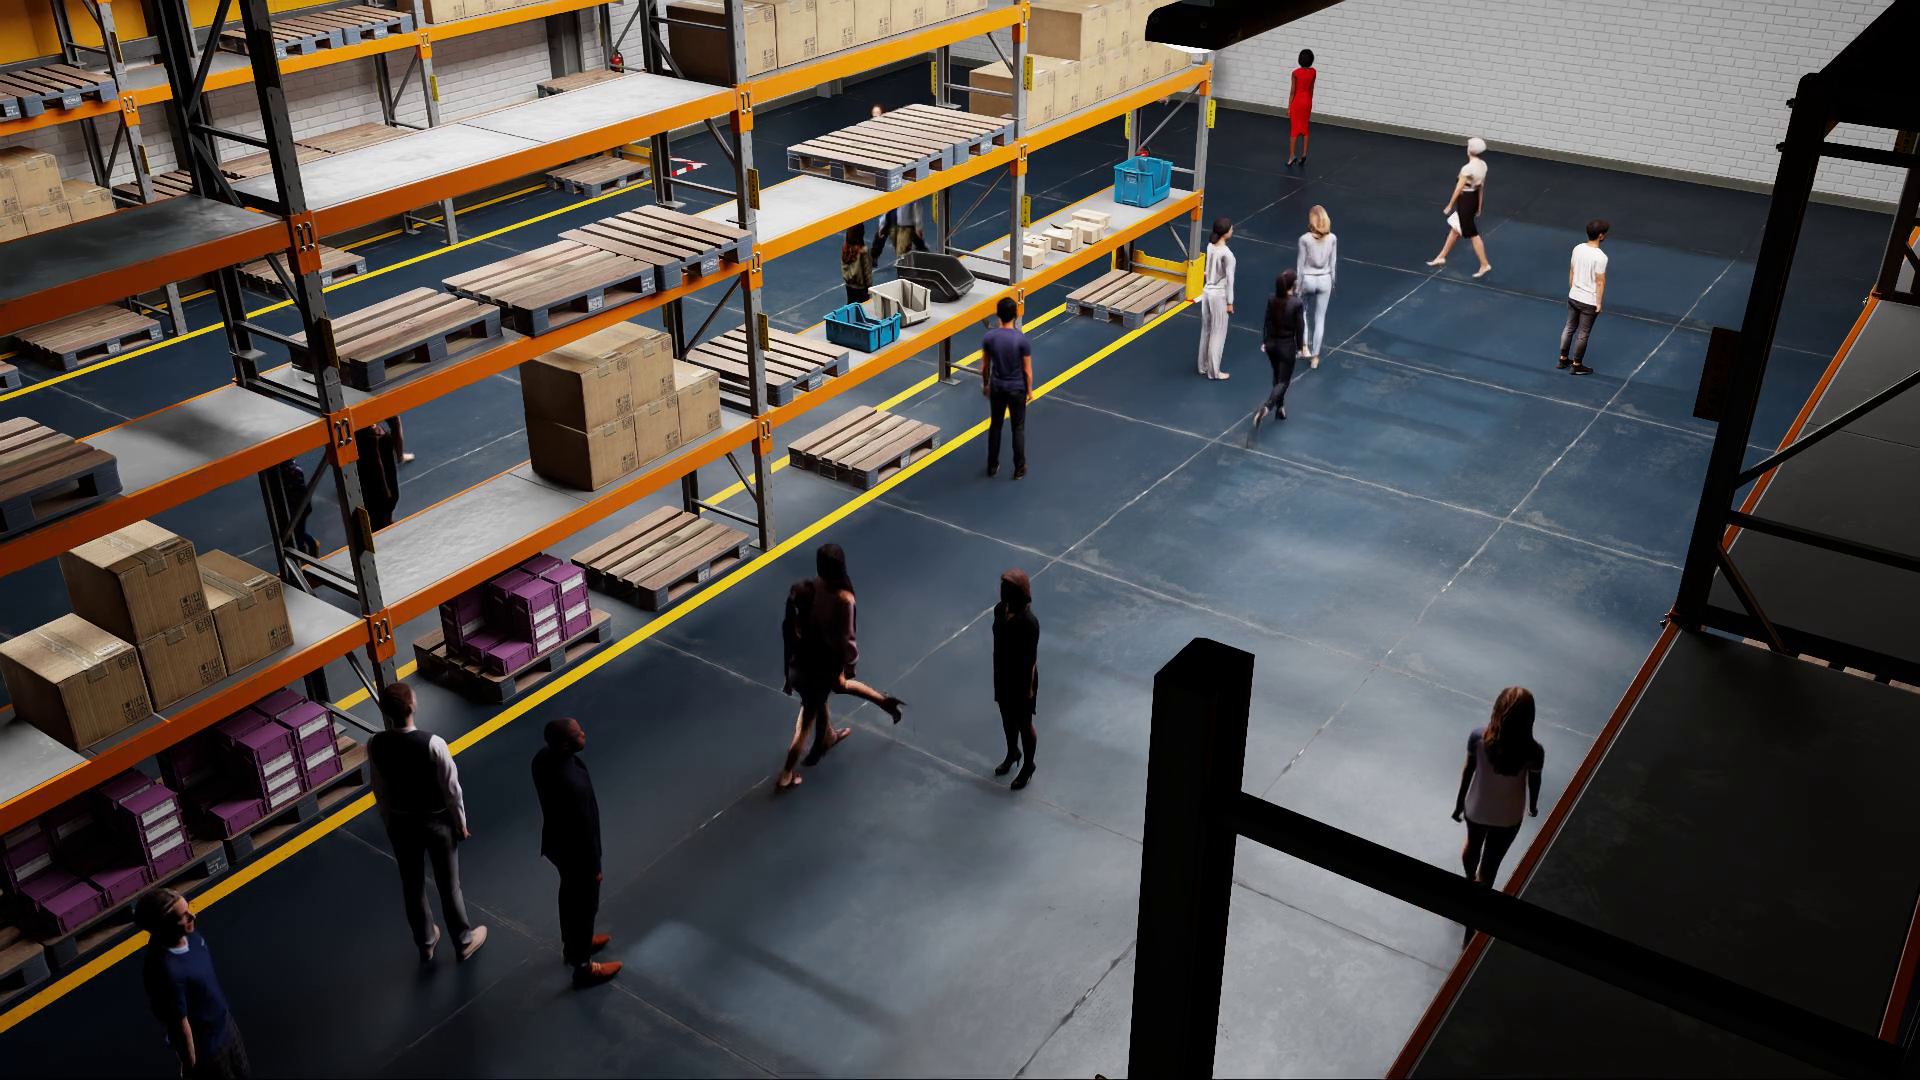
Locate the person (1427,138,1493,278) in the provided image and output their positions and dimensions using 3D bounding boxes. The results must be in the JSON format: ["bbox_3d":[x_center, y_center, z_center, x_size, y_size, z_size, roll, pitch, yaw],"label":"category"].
[{"bbox_3d":[6.392,-4.063,20.671,0.693,1.696,1.025,22,35,34],"label":"person"}]

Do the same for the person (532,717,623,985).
[{"bbox_3d":[-2.285,1.805,9.786,0.749,1.818,0.767,-17,33,-28],"label":"person"}]

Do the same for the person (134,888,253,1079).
[{"bbox_3d":[-3.931,2.525,8.425,1.019,1.857,0.946,-7,29,-13],"label":"person"}]

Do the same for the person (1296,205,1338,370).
[{"bbox_3d":[3.879,-2.732,18.149,0.792,1.774,0.845,2,29,3],"label":"person"}]

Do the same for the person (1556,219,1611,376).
[{"bbox_3d":[6.784,-2.656,18.063,0.710,1.722,0.707,-12,31,-21],"label":"person"}]

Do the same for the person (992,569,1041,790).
[{"bbox_3d":[0.394,0.948,11.478,0.597,1.701,0.637,-21,35,-33],"label":"person"}]

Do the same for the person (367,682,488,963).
[{"bbox_3d":[-3.204,1.680,9.889,0.745,1.939,0.745,2,29,3],"label":"person"}]

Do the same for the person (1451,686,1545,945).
[{"bbox_3d":[3.206,1.708,10.090,0.606,1.696,0.933,18,33,30],"label":"person"}]

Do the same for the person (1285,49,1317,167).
[{"bbox_3d":[5.163,-6.542,25.165,0.602,1.744,0.700,-11,30,-19],"label":"person"}]

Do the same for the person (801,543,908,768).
[{"bbox_3d":[-0.804,0.790,11.689,1.163,1.778,0.930,-14,32,-24],"label":"person"}]

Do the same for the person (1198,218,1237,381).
[{"bbox_3d":[2.764,-2.604,17.916,0.685,1.773,0.677,-13,31,-22],"label":"person"}]

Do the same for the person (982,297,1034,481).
[{"bbox_3d":[0.435,-1.429,15.745,0.705,1.787,0.654,8,30,14],"label":"person"}]

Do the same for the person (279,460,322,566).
[{"bbox_3d":[-5.723,-0.356,14.349,0.564,1.242,0.585,10,30,17],"label":"person"}]

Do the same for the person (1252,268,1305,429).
[{"bbox_3d":[3.188,-1.869,16.654,0.632,1.690,1.013,21,35,34],"label":"person"}]

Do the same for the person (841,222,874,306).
[{"bbox_3d":[-1.163,-2.894,18.757,0.605,1.475,0.553,25,38,38],"label":"person"}]

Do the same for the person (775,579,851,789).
[{"bbox_3d":[-1.084,1.016,11.541,0.522,1.522,1.084,19,34,30],"label":"person"}]
